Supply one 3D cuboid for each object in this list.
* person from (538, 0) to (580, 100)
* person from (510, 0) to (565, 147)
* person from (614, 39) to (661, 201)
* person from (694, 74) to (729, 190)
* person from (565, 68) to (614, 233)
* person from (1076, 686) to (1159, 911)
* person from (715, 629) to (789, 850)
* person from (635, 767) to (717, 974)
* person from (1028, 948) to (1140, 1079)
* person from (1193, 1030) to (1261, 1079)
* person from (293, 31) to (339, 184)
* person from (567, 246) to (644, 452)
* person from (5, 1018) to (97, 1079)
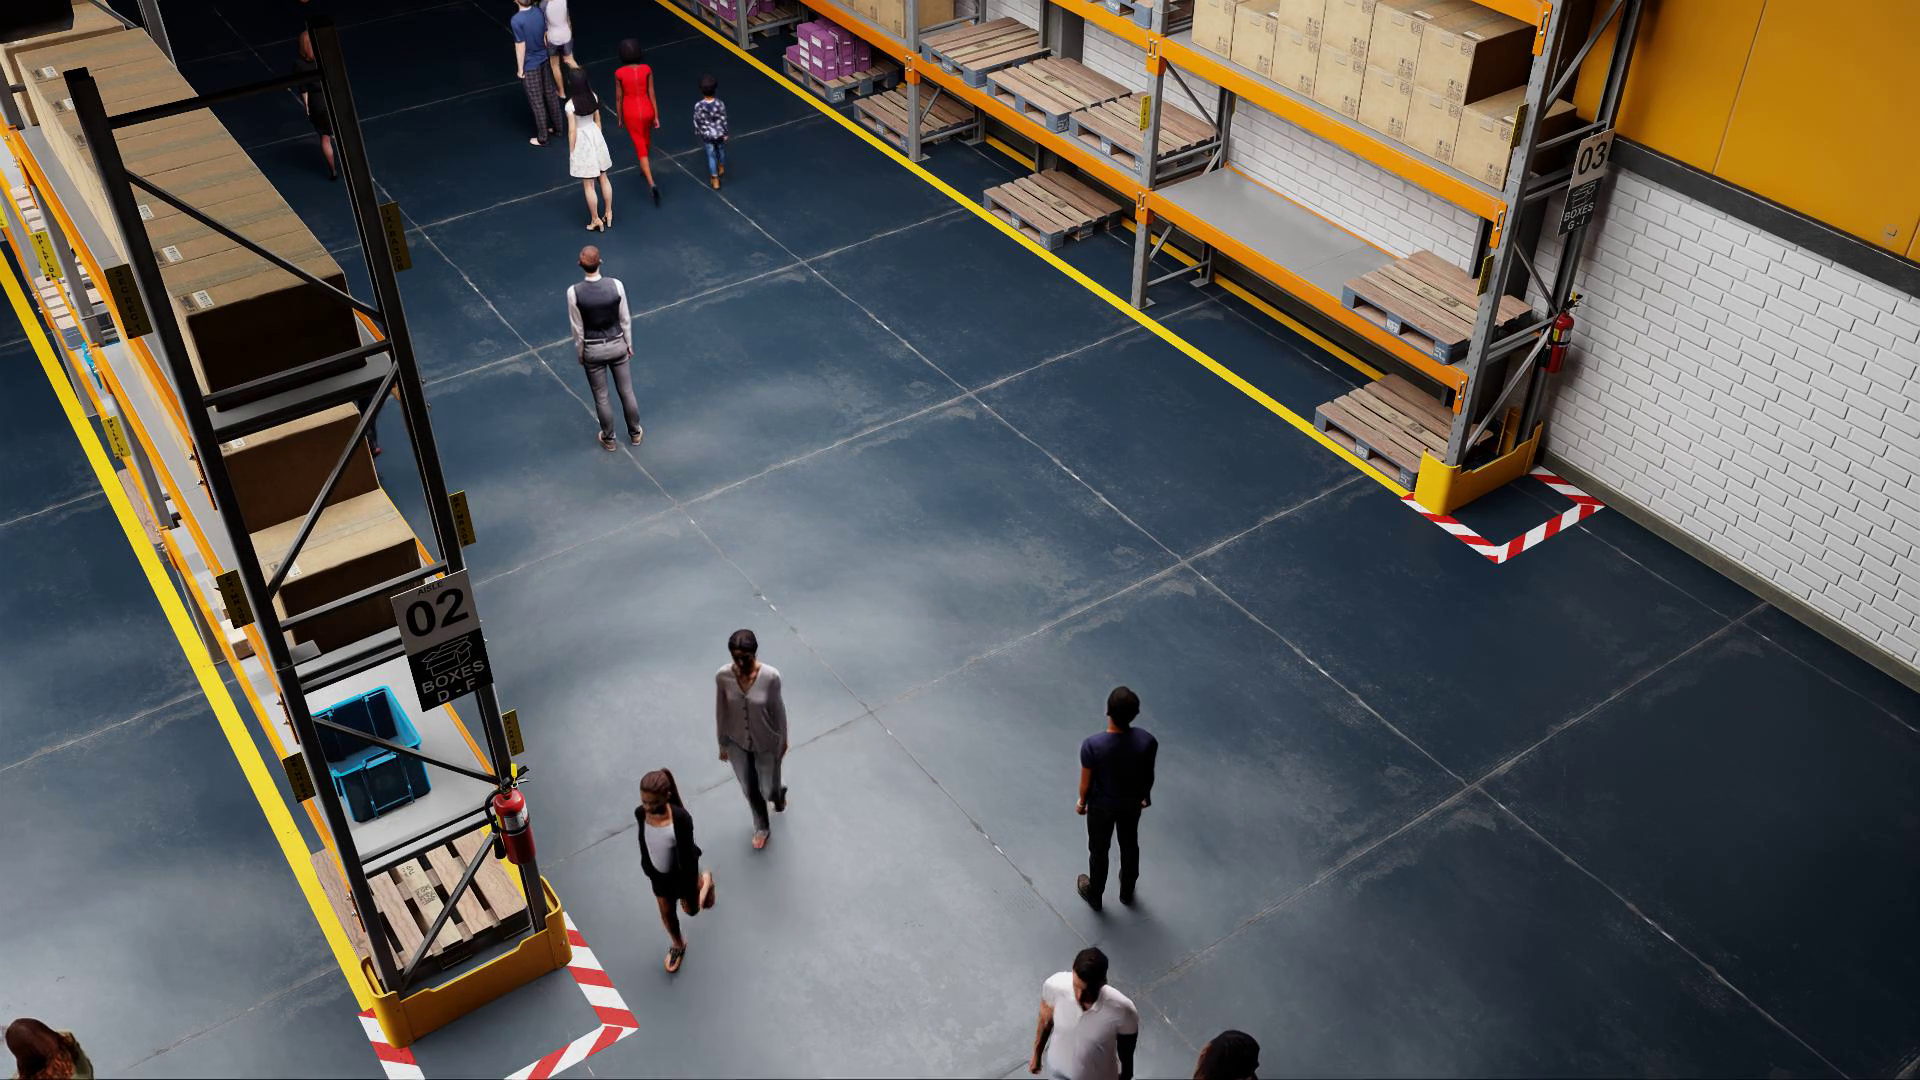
[{"bbox_3d":[-4.778,-6.018,19.944,0.619,1.551,0.759,-30,48,-32],"label":"person"},{"bbox_3d":[-4.840,-5.426,18.947,0.693,1.871,0.735,22,44,25],"label":"person"},{"bbox_3d":[-3.436,-4.476,17.897,0.698,1.696,1.139,-16,41,-19],"label":"person"},{"bbox_3d":[-2.716,-4.456,18.249,0.641,1.228,0.823,-12,40,-14],"label":"person"},{"bbox_3d":[-3.869,-4.060,17.314,0.710,1.774,0.709,29,47,31],"label":"person"},{"bbox_3d":[0.956,1.600,10.212,0.705,1.793,0.660,-9,39,-11],"label":"person"},{"bbox_3d":[-1.318,1.219,10.716,0.788,1.760,0.852,3,39,4],"label":"person"},{"bbox_3d":[-1.705,1.909,10.026,0.845,1.542,0.904,6,39,8],"label":"person"},{"bbox_3d":[0.697,2.706,8.790,0.747,1.840,0.857,24,45,27],"label":"person"},{"bbox_3d":[1.274,3.038,8.476,0.798,1.713,0.751,9,39,11],"label":"person"},{"bbox_3d":[-6.954,-4.745,18.227,0.635,1.706,0.582,-12,40,-15],"label":"person"},{"bbox_3d":[-3.023,-1.630,14.142,0.715,1.937,0.671,-12,40,-14],"label":"person"},{"bbox_3d":[-4.694,2.979,8.739,0.696,1.476,0.657,10,40,13],"label":"person"}]
